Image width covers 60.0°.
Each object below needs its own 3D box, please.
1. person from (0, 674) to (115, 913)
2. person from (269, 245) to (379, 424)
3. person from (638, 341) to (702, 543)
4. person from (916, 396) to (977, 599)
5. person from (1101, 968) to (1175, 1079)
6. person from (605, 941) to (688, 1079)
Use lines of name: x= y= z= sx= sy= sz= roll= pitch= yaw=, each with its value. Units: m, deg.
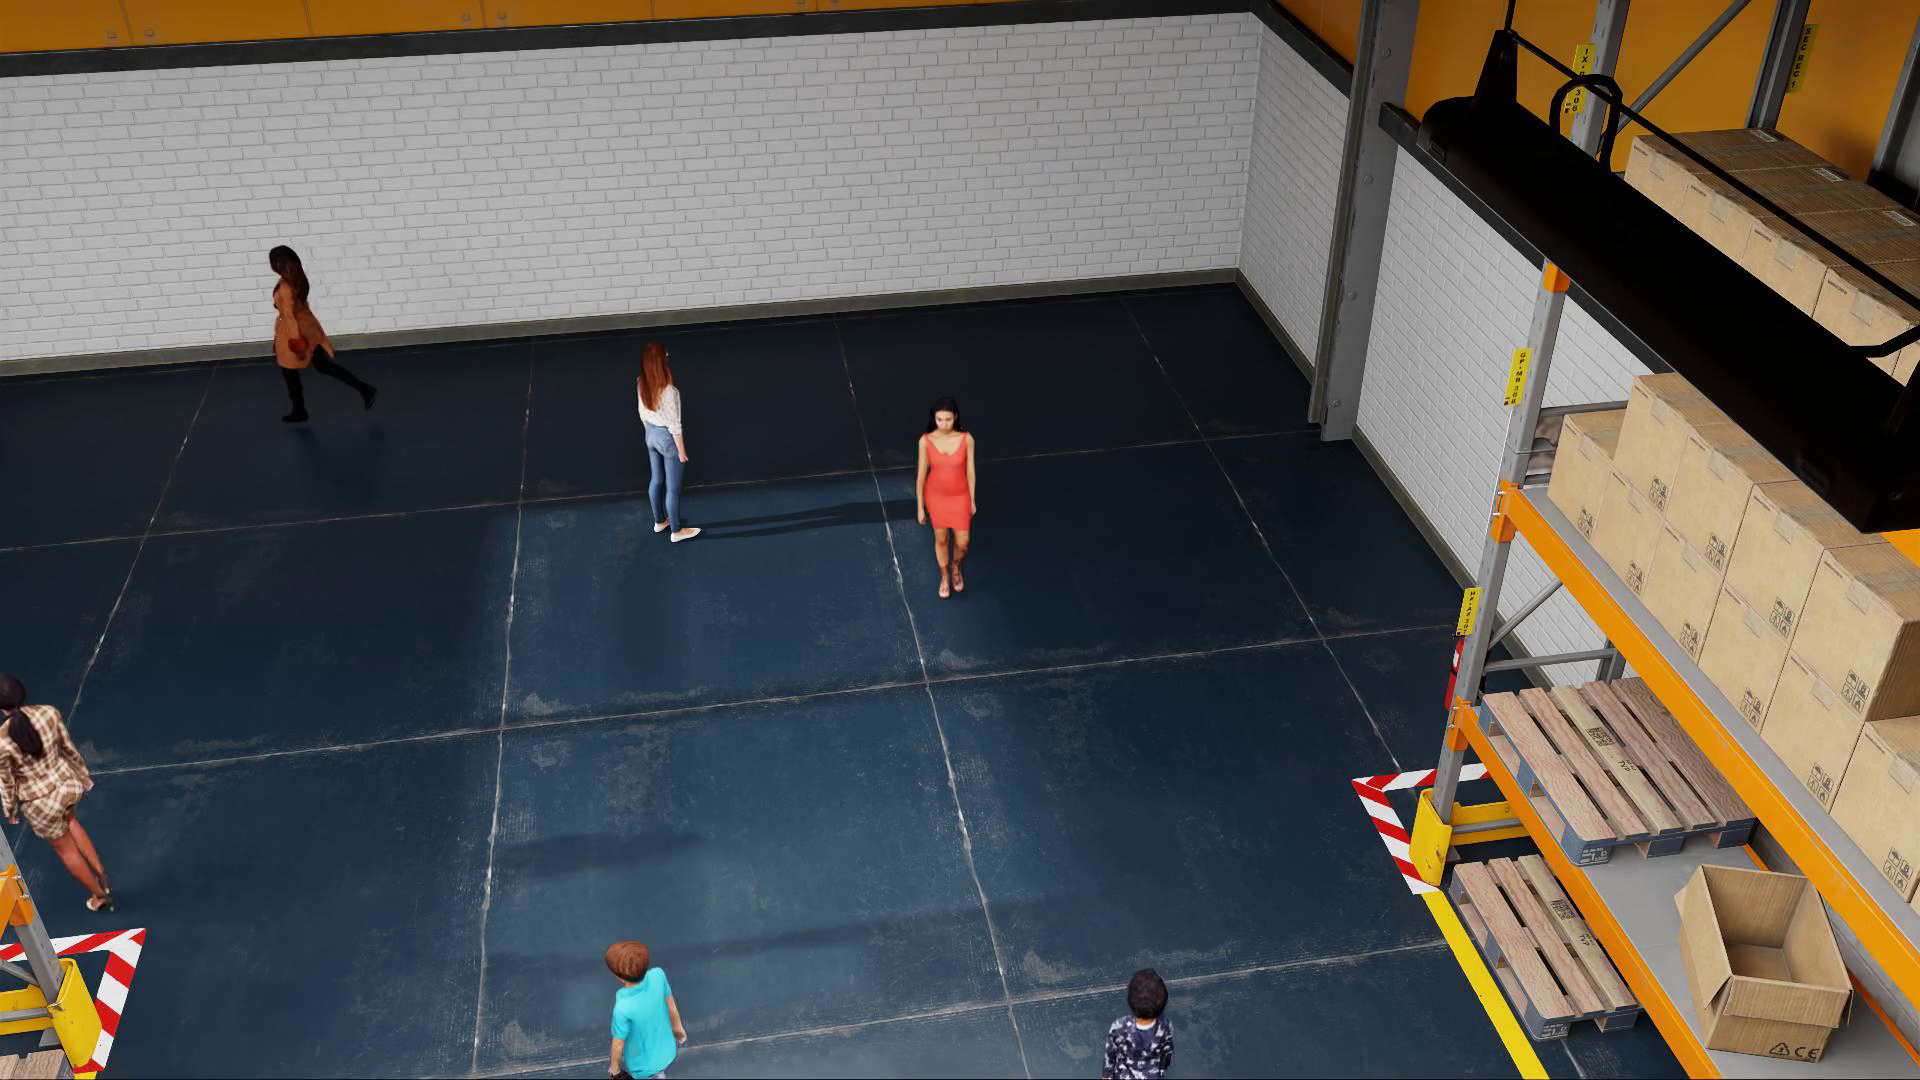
person: x=-5.194 y=1.541 z=9.629 sx=0.784 sy=1.780 sz=0.704 roll=15 pitch=36 yaw=21
person: x=-5.713 y=-1.784 z=14.711 sx=0.875 sy=1.691 sz=1.104 roll=0 pitch=34 yaw=-1
person: x=-2.354 y=-0.795 z=13.190 sx=0.619 sy=1.728 sz=0.712 roll=28 pitch=43 yaw=35
person: x=-0.093 y=-0.352 z=12.542 sx=0.640 sy=1.707 sz=0.624 roll=-1 pitch=34 yaw=-2
person: x=0.898 y=2.692 z=8.384 sx=0.561 sy=1.240 sz=0.617 roll=1 pitch=34 yaw=1
person: x=-1.503 y=2.594 z=8.372 sx=0.932 sy=1.418 sz=0.909 roll=18 pitch=38 yaw=26
